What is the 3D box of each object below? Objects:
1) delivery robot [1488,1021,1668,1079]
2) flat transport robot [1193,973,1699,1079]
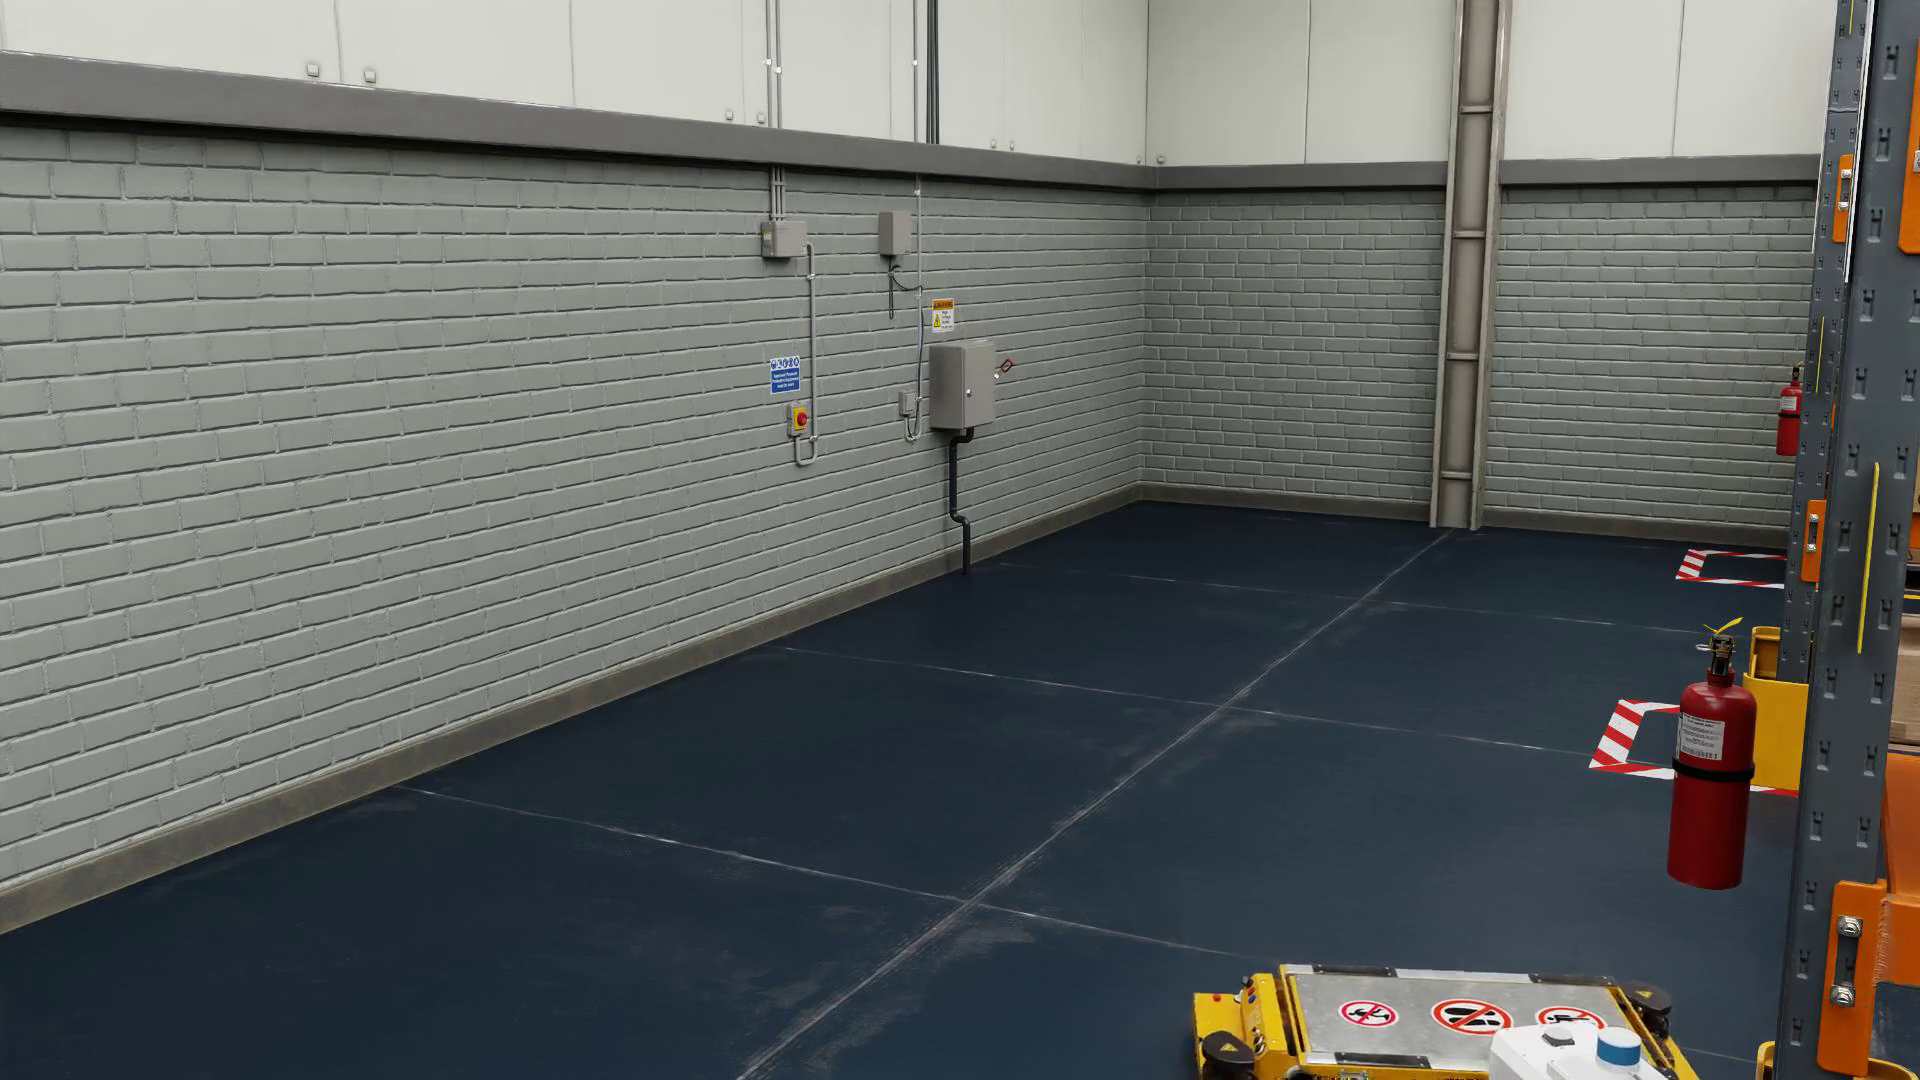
[{"bbox_3d":[1.618,1.453,4.120,0.477,0.478,0.707,-2,11,-11],"label":"delivery robot"},{"bbox_3d":[1.425,1.497,4.911,1.431,0.197,0.652,1,10,6],"label":"flat transport robot"}]
